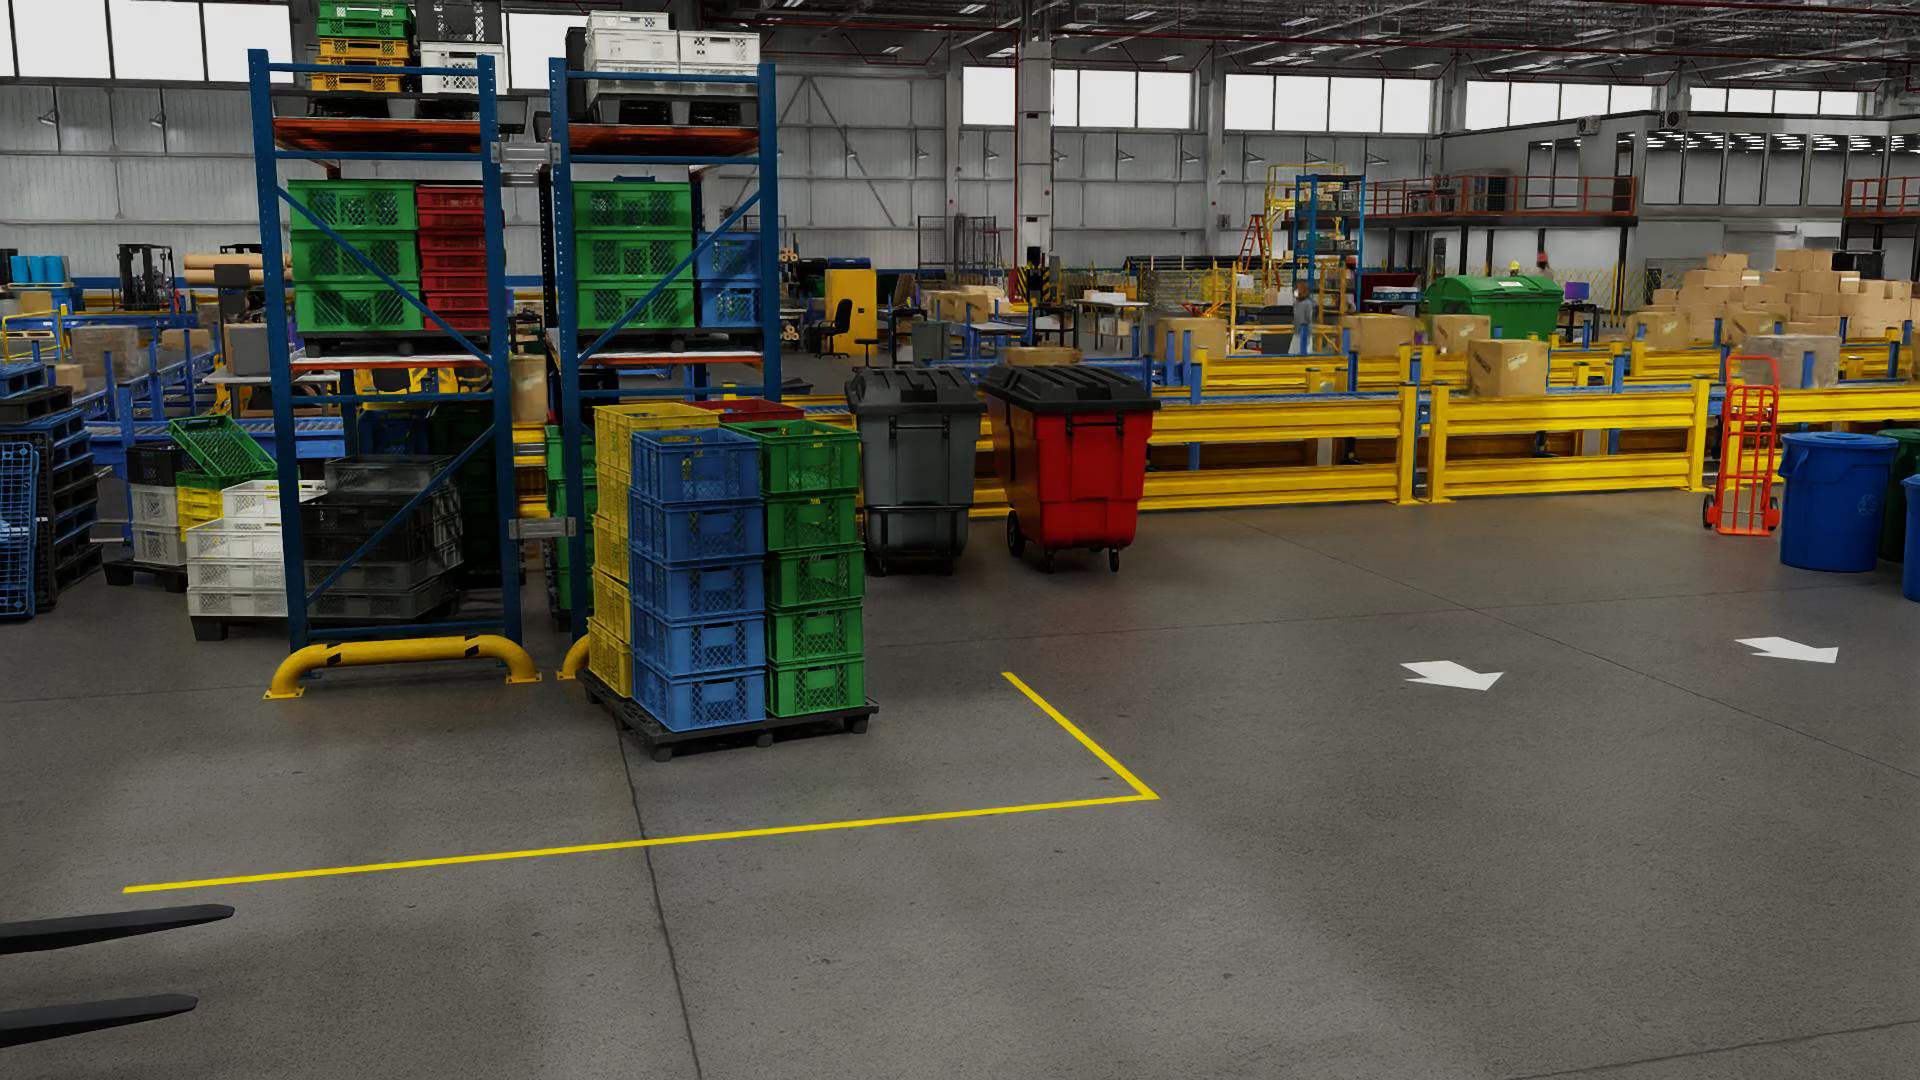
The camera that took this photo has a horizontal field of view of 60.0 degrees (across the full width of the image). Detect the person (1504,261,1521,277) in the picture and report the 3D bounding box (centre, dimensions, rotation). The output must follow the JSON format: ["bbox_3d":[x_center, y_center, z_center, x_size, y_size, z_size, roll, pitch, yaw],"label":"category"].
[{"bbox_3d":[11.723,-5.000,35.270,0.595,1.824,0.404,6,12,30],"label":"person"}]

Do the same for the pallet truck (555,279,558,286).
[{"bbox_3d":[-10.604,-6.375,44.520,0.653,1.274,1.630,-3,10,-15],"label":"pallet truck"}]

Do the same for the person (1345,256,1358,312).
[{"bbox_3d":[8.498,-5.211,36.171,0.548,1.919,0.586,-2,10,-9],"label":"person"}]

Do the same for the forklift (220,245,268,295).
[{"bbox_3d":[-17.749,-6.334,41.440,1.157,1.987,2.680,-3,10,-17],"label":"forklift"}]

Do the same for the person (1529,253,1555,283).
[{"bbox_3d":[13.423,-5.647,38.472,0.634,1.979,0.672,-1,10,-4],"label":"person"}]

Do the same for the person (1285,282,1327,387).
[{"bbox_3d":[5.227,-3.086,25.062,0.765,1.609,0.508,-4,11,-21],"label":"person"}]

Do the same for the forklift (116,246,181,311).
[{"bbox_3d":[-19.966,-6.232,40.894,1.157,1.987,2.680,-3,10,-15],"label":"forklift"}]
